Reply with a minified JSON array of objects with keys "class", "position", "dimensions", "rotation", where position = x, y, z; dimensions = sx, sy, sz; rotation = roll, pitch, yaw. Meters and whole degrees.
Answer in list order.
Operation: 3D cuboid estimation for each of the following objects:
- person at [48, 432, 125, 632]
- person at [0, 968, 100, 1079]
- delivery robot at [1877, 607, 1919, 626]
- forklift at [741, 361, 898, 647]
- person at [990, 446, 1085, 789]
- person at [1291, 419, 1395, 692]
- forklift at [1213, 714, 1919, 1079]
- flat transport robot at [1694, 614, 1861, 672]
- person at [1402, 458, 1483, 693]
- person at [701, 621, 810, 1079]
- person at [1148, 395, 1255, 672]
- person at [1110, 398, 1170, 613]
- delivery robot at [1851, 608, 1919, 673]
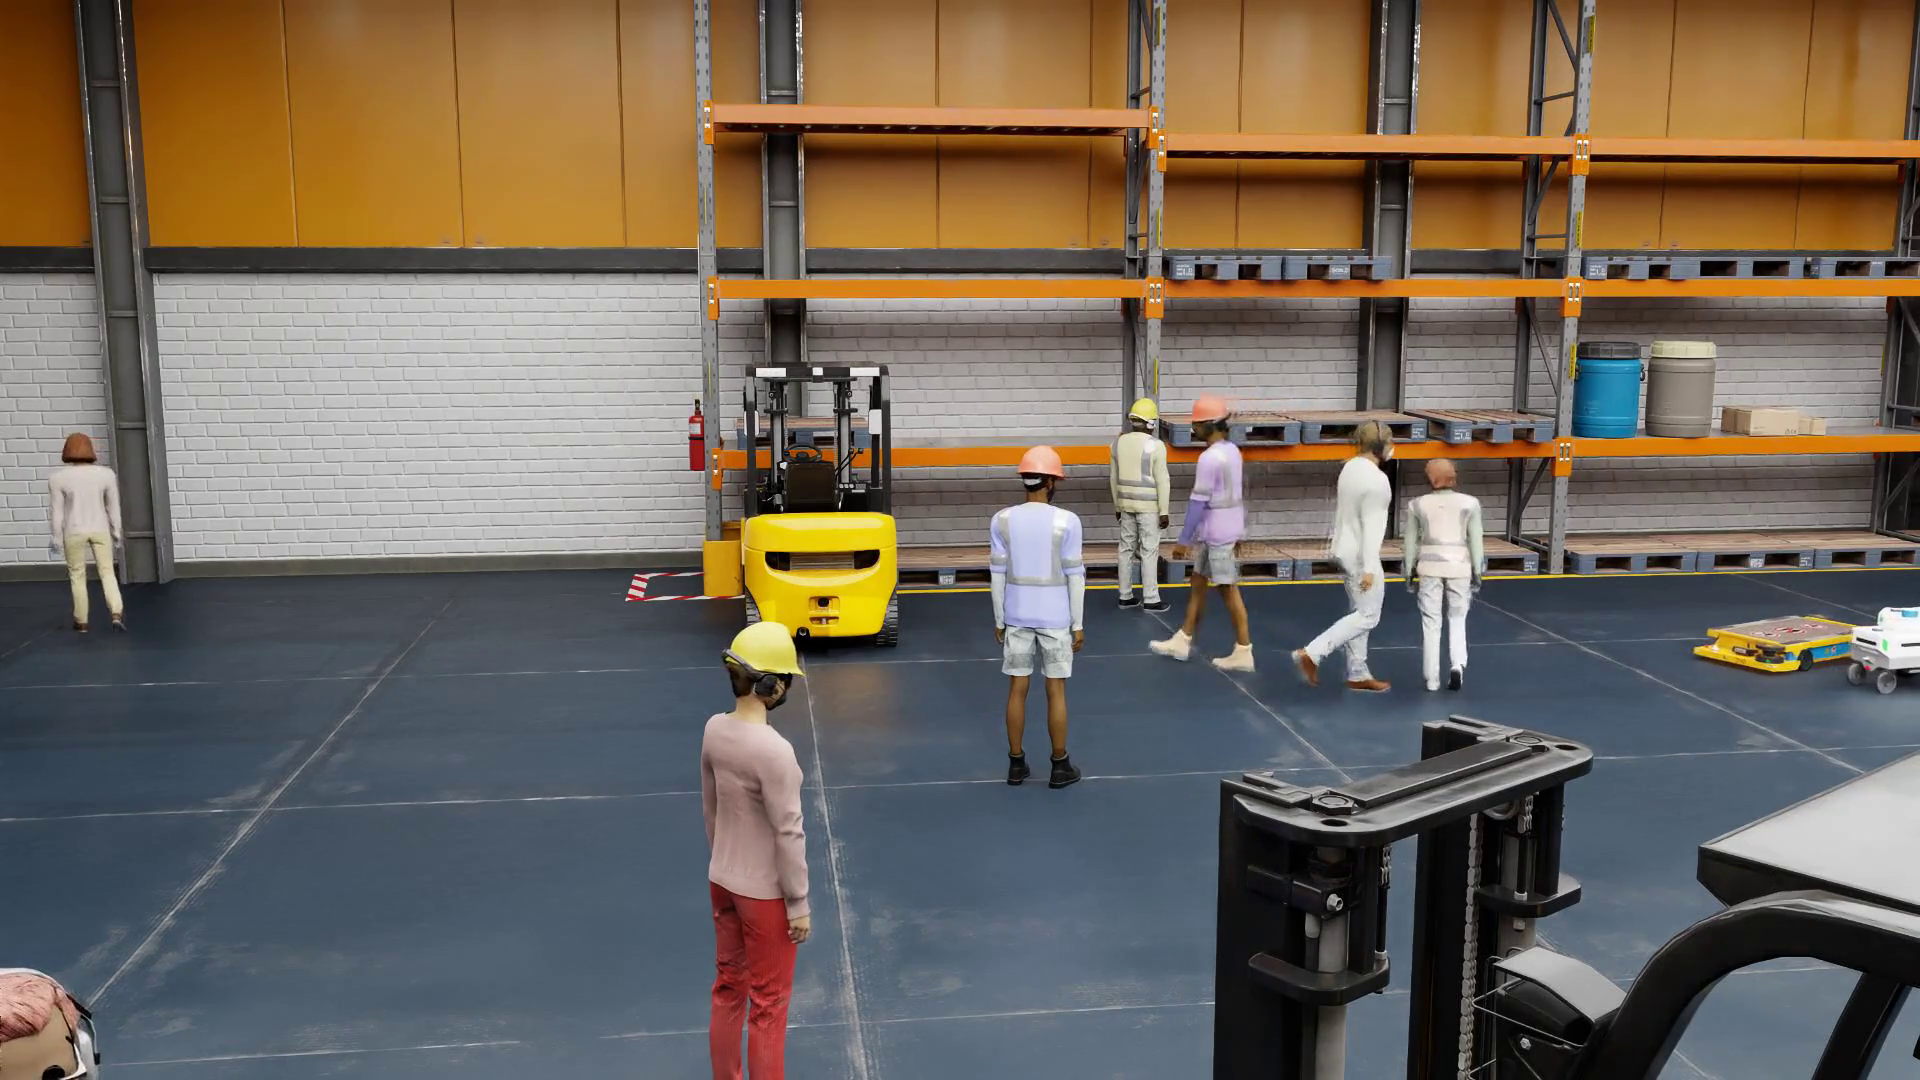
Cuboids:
[{"class":"person","position":[-7.010,-0.045,13.325],"dimensions":[0.522,1.638,0.425],"rotation":[-8,12,-40]},{"class":"person","position":[-1.354,1.547,2.487],"dimensions":[0.403,1.906,0.652],"rotation":[6,11,34]},{"class":"delivery robot","position":[7.050,0.646,12.020],"dimensions":[0.707,0.478,0.477],"rotation":[7,11,37]},{"class":"forklift","position":[-1.154,-0.340,13.365],"dimensions":[1.214,2.155,2.313],"rotation":[-1,9,-7]},{"class":"person","position":[0.444,0.435,9.358],"dimensions":[0.542,1.928,0.374],"rotation":[3,10,19]},{"class":"person","position":[2.633,0.134,11.302],"dimensions":[0.666,1.915,0.646],"rotation":[-1,9,-7]},{"class":"forklift","position":[1.441,1.425,2.350],"dimensions":[1.214,2.155,2.313],"rotation":[-7,12,-39]},{"class":"flat transport robot","position":[6.261,0.761,12.480],"dimensions":[1.431,0.197,0.652],"rotation":[-5,10,-29]},{"class":"person","position":[3.330,0.249,11.501],"dimensions":[0.536,1.609,0.453],"rotation":[3,9,16]},{"class":"person","position":[-0.653,1.140,5.489],"dimensions":[0.322,1.761,0.522],"rotation":[-7,12,-38]},{"class":"person","position":[1.751,-0.047,12.114],"dimensions":[0.941,2.001,0.607],"rotation":[4,10,22]},{"class":"person","position":[1.558,-0.292,14.199],"dimensions":[0.593,1.830,0.404],"rotation":[9,13,43]},{"class":"delivery robot","position":[6.597,0.716,11.584],"dimensions":[0.707,0.478,0.477],"rotation":[-2,9,-14]}]
